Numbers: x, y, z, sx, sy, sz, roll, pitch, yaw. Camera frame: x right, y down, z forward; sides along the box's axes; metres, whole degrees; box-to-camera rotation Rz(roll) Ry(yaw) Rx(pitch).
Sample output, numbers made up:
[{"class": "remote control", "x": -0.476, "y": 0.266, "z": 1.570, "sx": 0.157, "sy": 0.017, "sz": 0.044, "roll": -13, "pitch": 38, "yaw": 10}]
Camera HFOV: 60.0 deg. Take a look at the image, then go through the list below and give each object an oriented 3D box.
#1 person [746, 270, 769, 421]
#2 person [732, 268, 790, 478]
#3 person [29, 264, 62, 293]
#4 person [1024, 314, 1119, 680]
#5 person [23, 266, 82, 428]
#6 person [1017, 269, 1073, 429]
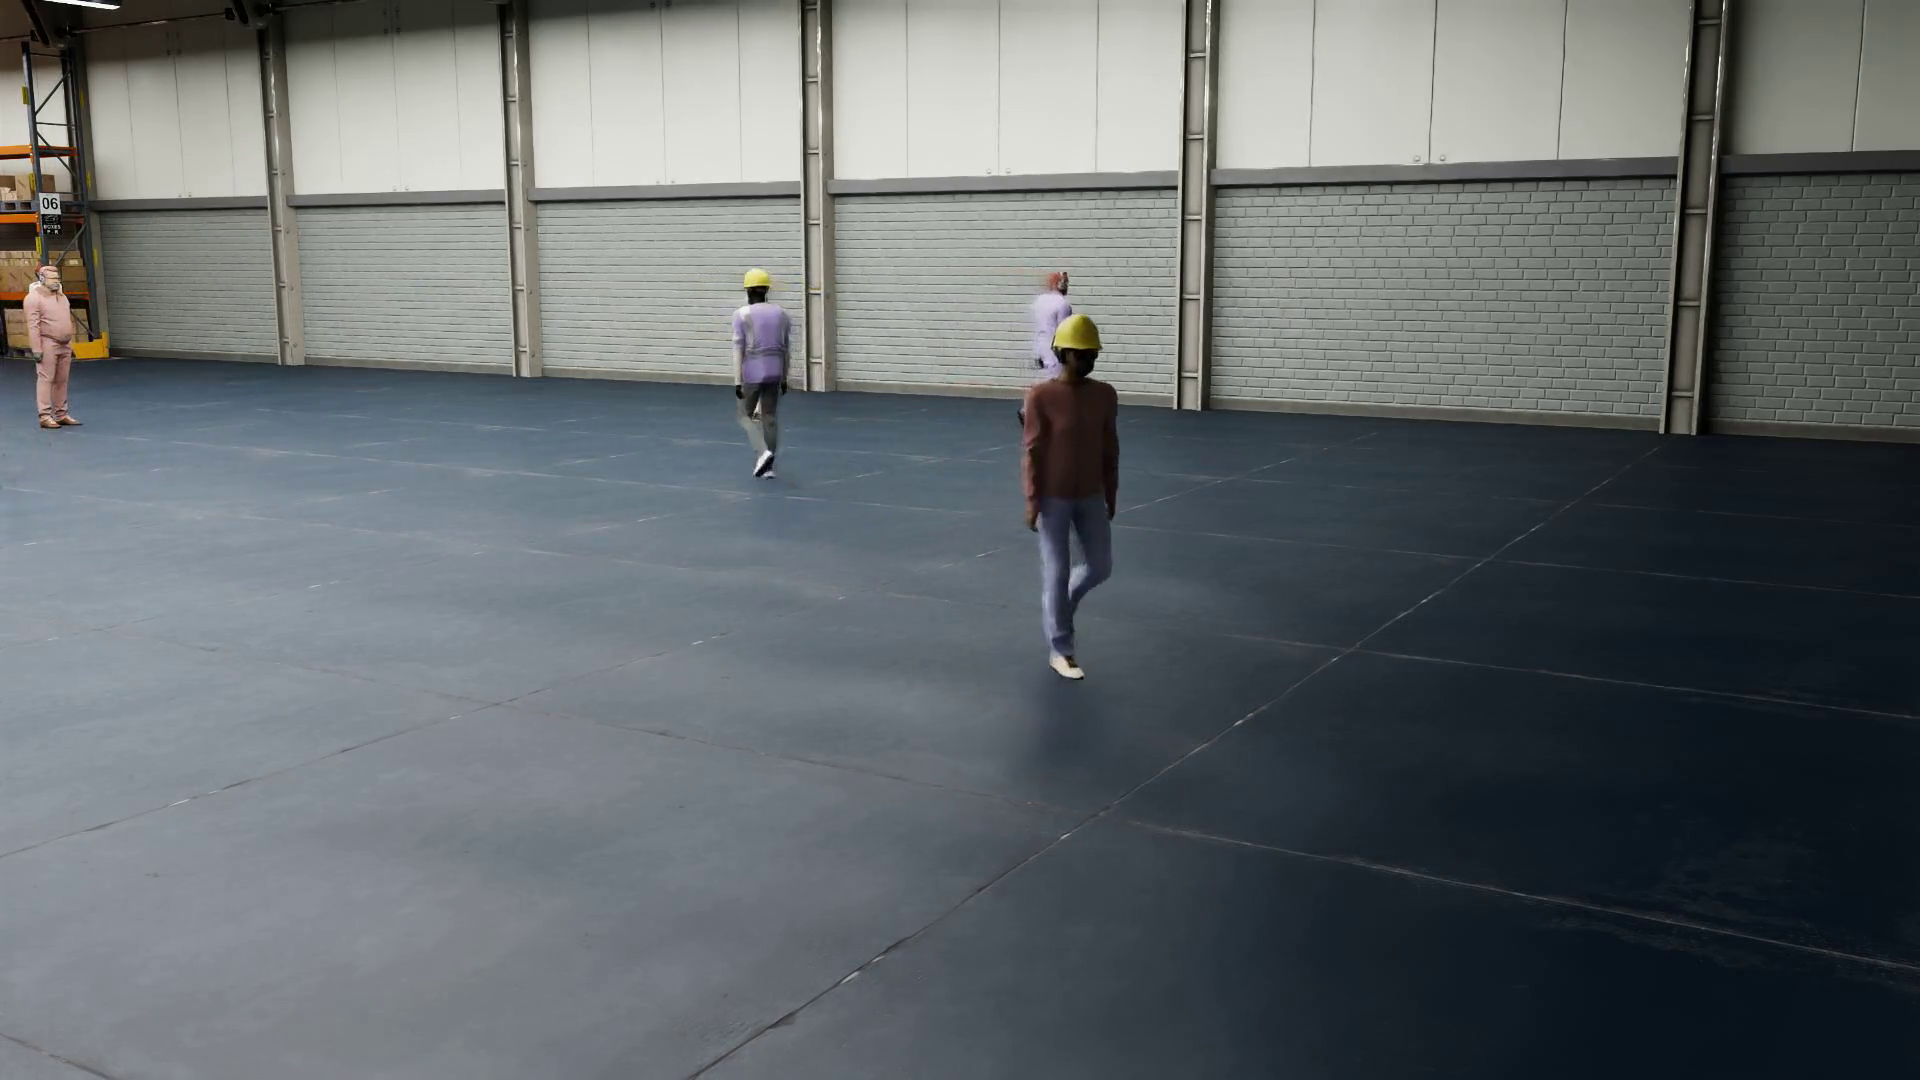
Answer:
[{"class": "person", "x": -2.425, "y": -2.370, "z": 20.362, "sx": 0.389, "sy": 1.856, "sz": 0.521, "roll": 5, "pitch": 11, "yaw": 25}, {"class": "person", "x": -1.795, "y": -1.496, "z": 15.069, "sx": 0.597, "sy": 1.911, "sz": 0.457, "roll": -7, "pitch": 12, "yaw": -34}, {"class": "person", "x": -15.809, "y": -3.830, "z": 28.814, "sx": 0.356, "sy": 1.887, "sz": 0.572, "roll": 6, "pitch": 11, "yaw": 31}, {"class": "person", "x": 0.514, "y": -0.220, "z": 8.059, "sx": 0.533, "sy": 1.751, "sz": 0.487, "roll": -5, "pitch": 11, "yaw": -25}, {"class": "person", "x": -10.704, "y": -2.276, "z": 19.667, "sx": 0.401, "sy": 1.904, "sz": 0.649, "roll": 2, "pitch": 10, "yaw": 10}, {"class": "person", "x": 1.013, "y": -2.109, "z": 18.751, "sx": 0.800, "sy": 1.886, "sz": 0.655, "roll": -4, "pitch": 10, "yaw": -21}]
